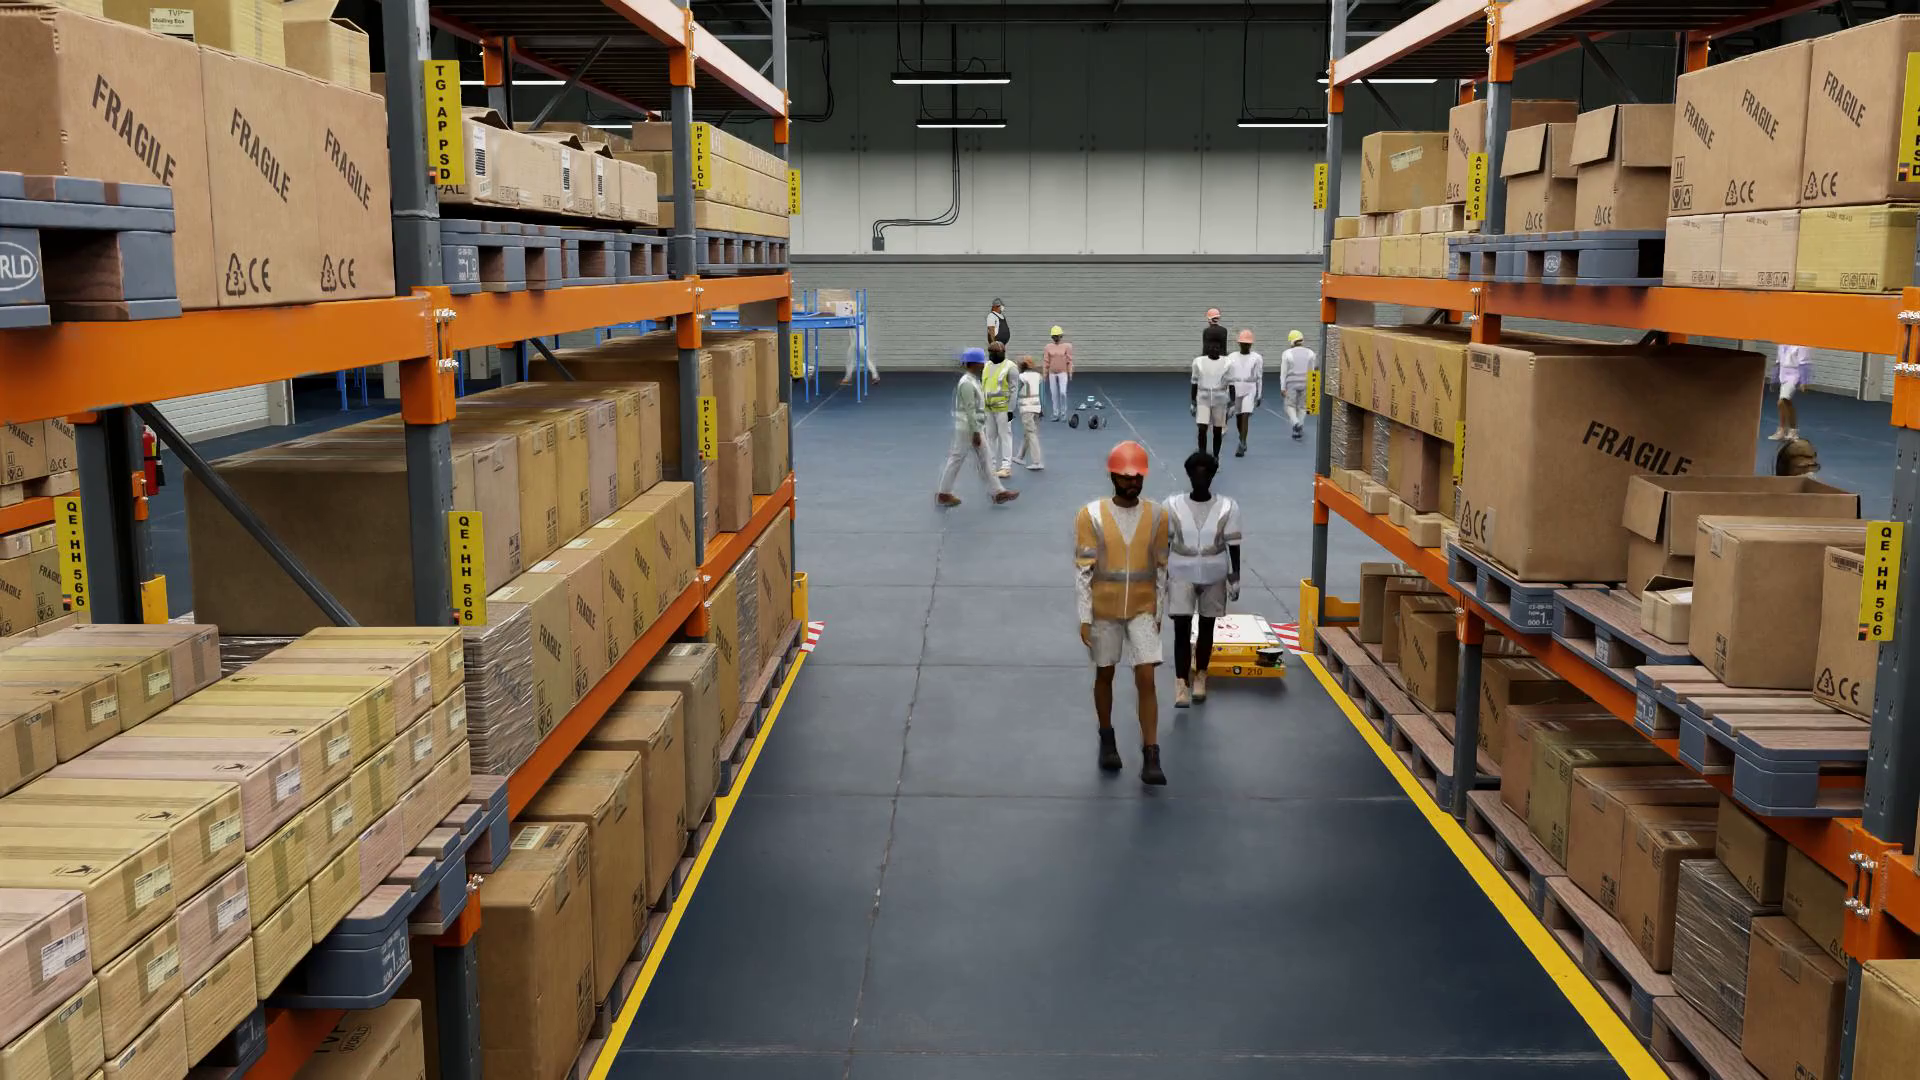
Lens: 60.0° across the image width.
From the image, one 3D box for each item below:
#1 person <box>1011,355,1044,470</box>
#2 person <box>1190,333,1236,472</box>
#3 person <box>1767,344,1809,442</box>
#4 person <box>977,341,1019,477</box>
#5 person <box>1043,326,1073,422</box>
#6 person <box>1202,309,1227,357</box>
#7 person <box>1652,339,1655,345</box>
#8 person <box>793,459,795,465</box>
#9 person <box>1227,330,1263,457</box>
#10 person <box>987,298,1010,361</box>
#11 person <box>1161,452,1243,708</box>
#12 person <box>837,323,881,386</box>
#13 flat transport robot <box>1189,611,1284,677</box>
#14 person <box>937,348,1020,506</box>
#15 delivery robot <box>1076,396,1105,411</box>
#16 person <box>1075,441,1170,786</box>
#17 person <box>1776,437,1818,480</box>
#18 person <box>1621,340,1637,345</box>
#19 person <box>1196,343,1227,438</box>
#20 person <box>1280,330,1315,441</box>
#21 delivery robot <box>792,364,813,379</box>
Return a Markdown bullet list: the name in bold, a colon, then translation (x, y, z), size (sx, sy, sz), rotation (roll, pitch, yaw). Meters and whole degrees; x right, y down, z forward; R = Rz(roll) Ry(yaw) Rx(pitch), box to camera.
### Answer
- **person**: translation (0.894, -1.800, 23.437), size (0.800, 1.601, 0.511), rotation (8, 12, 40)
- **person**: translation (3.481, -1.880, 22.918), size (0.627, 1.927, 0.861), rotation (2, 10, 11)
- **person**: translation (13.282, -2.578, 26.837), size (0.747, 2.019, 0.650), rotation (-1, 10, -7)
- **person**: translation (0.503, -1.781, 22.631), size (0.620, 1.838, 0.430), rotation (9, 13, 44)
- **person**: translation (1.778, -3.030, 30.372), size (0.529, 1.746, 0.531), rotation (3, 10, 18)
- **person**: translation (4.990, -3.552, 32.757), size (0.608, 1.996, 0.380), rotation (-6, 11, -34)
- **person**: translation (17.516, -4.921, 41.643), size (0.316, 1.767, 0.535), rotation (-2, 10, -11)
- **person**: translation (-2.726, -1.893, 23.468), size (0.630, 1.787, 0.992), rotation (5, 11, 26)
- **person**: translation (4.316, -2.248, 25.273), size (0.555, 1.890, 0.997), rotation (3, 10, 18)
- **person**: translation (0.956, -4.857, 40.564), size (0.537, 2.000, 0.682), rotation (4, 10, 22)
- **person**: translation (1.558, 0.271, 10.810), size (0.557, 1.660, 0.792), rotation (1, 10, 5)
- **person**: translation (-2.377, -4.594, 39.367), size (1.036, 1.887, 0.642), rotation (3, 10, 15)
- **flat transport robot**: translation (1.967, 0.750, 12.272), size (0.652, 0.197, 1.431), rotation (0, 9, 3)
- **person**: translation (0.181, -1.340, 19.816), size (1.019, 1.888, 0.644), rotation (2, 10, 14)
- **delivery robot**: translation (2.309, -2.428, 29.399), size (0.335, 0.223, 0.698), rotation (7, 12, 36)
- **person**: translation (0.921, 0.408, 9.277), size (0.545, 1.905, 0.896), rotation (-1, 10, -4)
- **person**: translation (4.698, 0.367, 9.522), size (0.631, 1.922, 0.431), rotation (-1, 10, -4)
- **person**: translation (9.216, -1.839, 22.956), size (0.343, 1.844, 0.506), rotation (8, 13, 41)
- **person**: translation (4.246, -2.535, 27.689), size (0.542, 1.653, 0.883), rotation (6, 11, 34)
- **person**: translation (5.508, -2.513, 27.095), size (0.606, 1.818, 0.532), rotation (-2, 10, -10)
- **delivery robot**: translation (-3.909, -4.119, 40.304), size (0.707, 0.478, 0.477), rotation (5, 11, 27)
